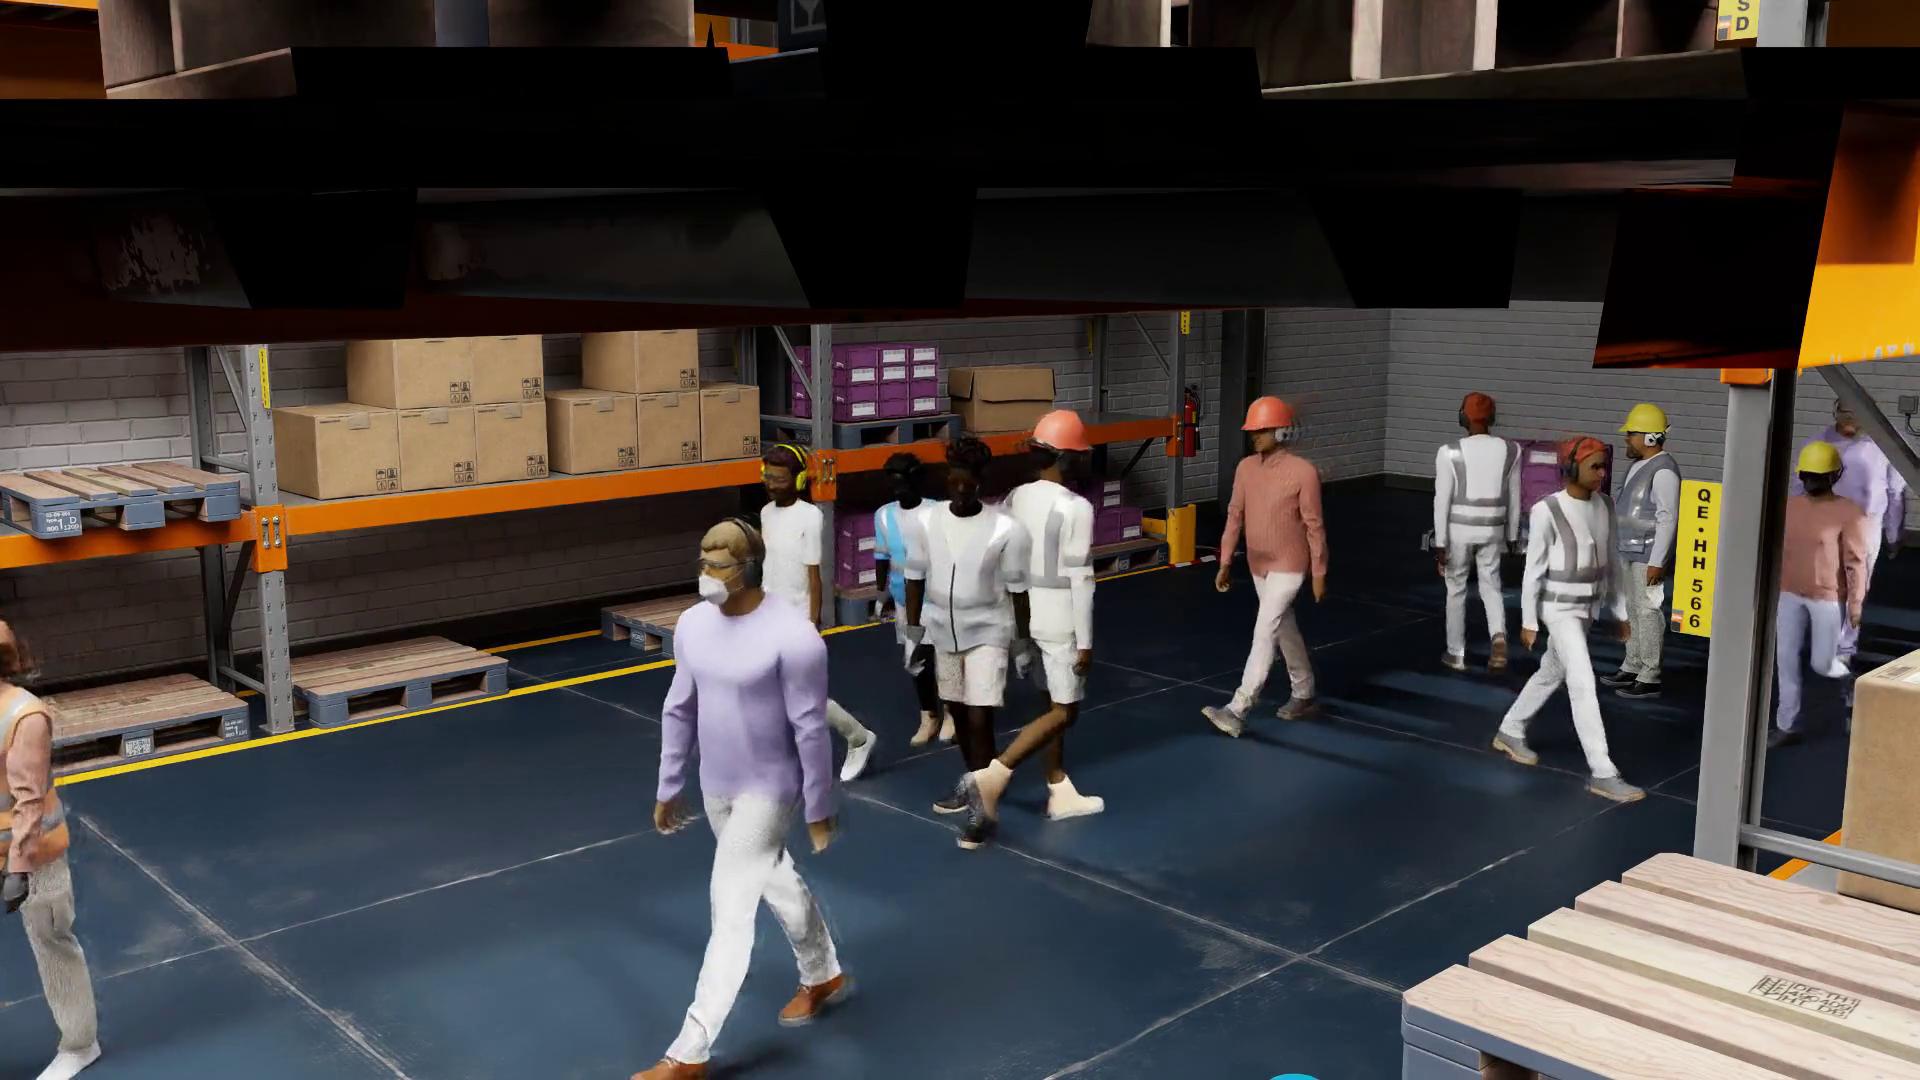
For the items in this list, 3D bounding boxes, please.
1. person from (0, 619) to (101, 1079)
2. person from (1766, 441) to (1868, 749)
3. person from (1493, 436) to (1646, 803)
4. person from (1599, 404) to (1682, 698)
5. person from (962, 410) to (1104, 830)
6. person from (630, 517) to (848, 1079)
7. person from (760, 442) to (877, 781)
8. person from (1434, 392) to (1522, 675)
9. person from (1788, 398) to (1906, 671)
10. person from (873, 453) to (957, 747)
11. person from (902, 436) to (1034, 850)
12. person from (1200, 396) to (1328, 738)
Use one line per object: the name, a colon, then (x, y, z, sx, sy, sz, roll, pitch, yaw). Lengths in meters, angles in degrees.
person: (-3.127, 1.041, 5.311, 0.522, 1.612, 0.701, 5, 11, 26)
person: (4.787, 0.303, 9.237, 0.591, 1.743, 0.523, -5, 11, -28)
person: (3.191, 0.365, 8.661, 0.589, 1.828, 1.017, -6, 12, -33)
person: (4.241, 0.067, 10.358, 0.403, 1.830, 0.601, 1, 10, 5)
person: (0.355, 0.399, 7.850, 0.798, 2.024, 0.627, -6, 12, -33)
person: (-0.737, 0.852, 5.642, 0.645, 1.887, 1.044, 8, 13, 40)
person: (-0.812, 0.405, 8.414, 0.835, 1.833, 0.545, -9, 13, -41)
person: (3.366, -0.027, 10.815, 0.585, 1.866, 0.717, 0, 10, 0)
person: (5.752, -0.044, 10.895, 0.681, 1.863, 0.935, 8, 13, 39)
person: (-0.238, 0.338, 9.227, 0.561, 1.664, 0.404, 6, 12, 33)
person: (0.051, 0.449, 7.901, 0.623, 1.928, 0.697, 5, 11, 26)
person: (1.760, 0.144, 9.593, 1.058, 1.928, 0.644, -6, 11, -31)
